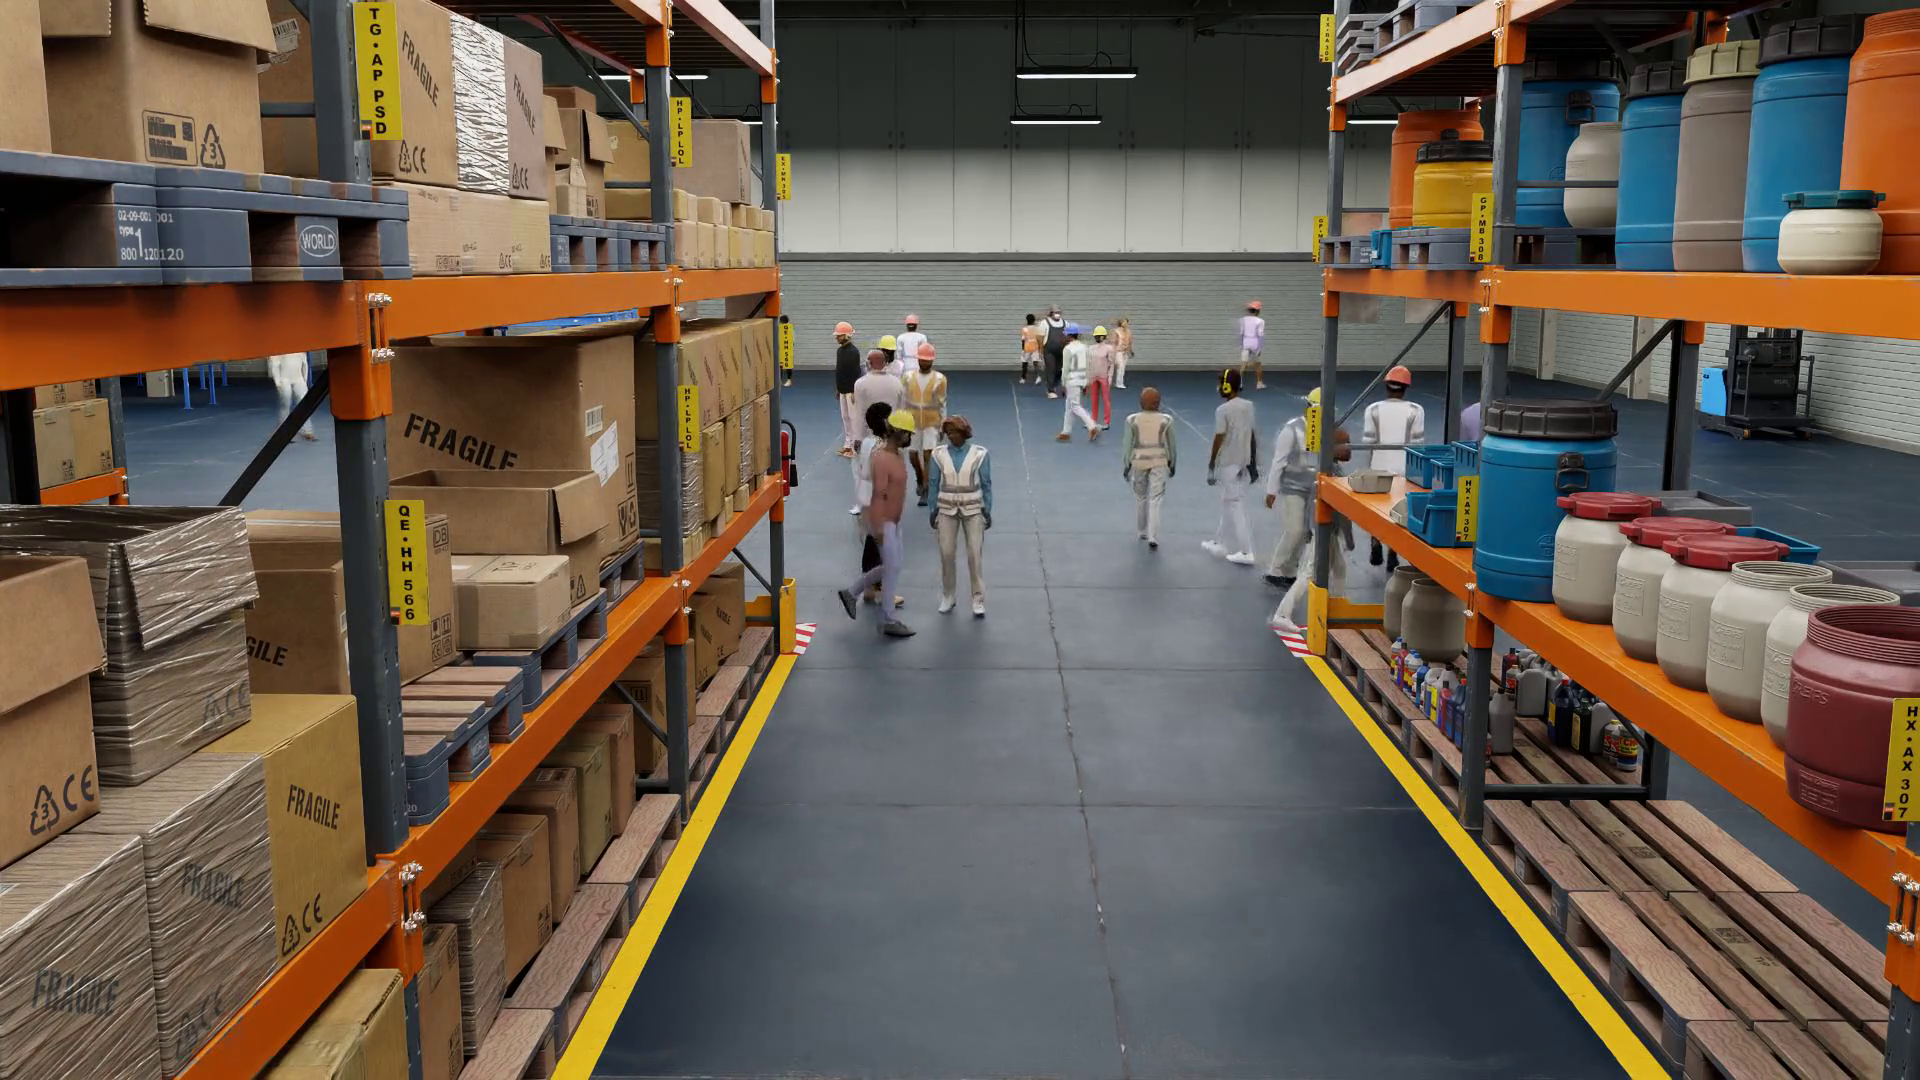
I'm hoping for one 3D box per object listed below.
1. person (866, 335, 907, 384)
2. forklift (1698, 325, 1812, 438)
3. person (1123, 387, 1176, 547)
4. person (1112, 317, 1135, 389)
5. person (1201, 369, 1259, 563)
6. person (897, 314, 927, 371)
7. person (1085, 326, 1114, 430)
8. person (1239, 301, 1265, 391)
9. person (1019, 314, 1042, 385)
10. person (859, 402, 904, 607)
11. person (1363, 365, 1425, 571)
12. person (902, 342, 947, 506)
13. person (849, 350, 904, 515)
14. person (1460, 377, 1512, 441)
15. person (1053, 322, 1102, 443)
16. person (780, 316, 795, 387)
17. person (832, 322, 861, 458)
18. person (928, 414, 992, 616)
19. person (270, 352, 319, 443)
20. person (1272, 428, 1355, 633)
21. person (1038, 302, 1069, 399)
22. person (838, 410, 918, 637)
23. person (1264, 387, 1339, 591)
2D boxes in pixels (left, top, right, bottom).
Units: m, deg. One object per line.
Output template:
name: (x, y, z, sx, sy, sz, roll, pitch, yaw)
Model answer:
person: (-0.934, -1.733, 21.837, 0.592, 1.909, 0.484, -6, 11, -34)
forklift: (13.248, -3.165, 27.620, 1.129, 2.768, 1.873, 0, 9, 1)
person: (1.922, -0.745, 16.854, 0.531, 1.592, 0.893, 2, 10, 10)
person: (3.722, -4.213, 37.553, 0.519, 1.618, 0.623, -7, 12, -37)
person: (2.542, -0.720, 15.982, 0.533, 1.830, 0.874, -8, 12, -40)
person: (-0.844, -3.092, 29.877, 0.552, 1.935, 0.367, 1, 10, 8)
person: (2.401, -2.789, 28.575, 0.525, 1.769, 0.311, 7, 12, 35)
person: (6.515, -4.346, 37.230, 0.612, 2.001, 1.037, 7, 12, 35)
person: (1.673, -4.450, 38.845, 0.539, 1.658, 0.862, -4, 10, -24)
person: (-0.671, -0.306, 13.907, 0.319, 1.696, 0.532, -4, 10, -22)
person: (4.012, -0.663, 15.428, 0.546, 1.908, 0.472, 4, 10, 21)
person: (-0.422, -1.392, 19.733, 0.557, 1.923, 0.598, 1, 10, 7)
person: (-0.976, -1.181, 18.570, 0.684, 1.879, 0.712, -7, 12, -34)
person: (4.706, -0.512, 14.483, 0.693, 1.923, 0.535, 9, 13, 42)
person: (1.876, -2.485, 26.325, 0.906, 1.919, 0.615, 6, 11, 34)
person: (-4.013, -4.295, 37.955, 0.545, 1.628, 0.878, 2, 10, 13)
person: (-1.671, -2.214, 24.493, 0.416, 1.985, 0.617, -5, 11, -26)
person: (0.002, -0.210, 13.551, 0.531, 1.638, 0.318, 2, 10, 10)
person: (-10.515, -2.471, 26.261, 0.865, 1.909, 0.635, 9, 13, 43)
person: (2.809, -0.076, 12.854, 0.856, 1.591, 0.515, -1, 10, -6)
person: (1.992, -4.016, 35.230, 0.693, 2.000, 0.704, -4, 10, -21)
person: (-0.626, -0.146, 12.828, 0.605, 1.729, 0.566, 3, 10, 17)
person: (2.986, -0.434, 14.391, 0.618, 1.788, 0.496, -7, 12, -37)
